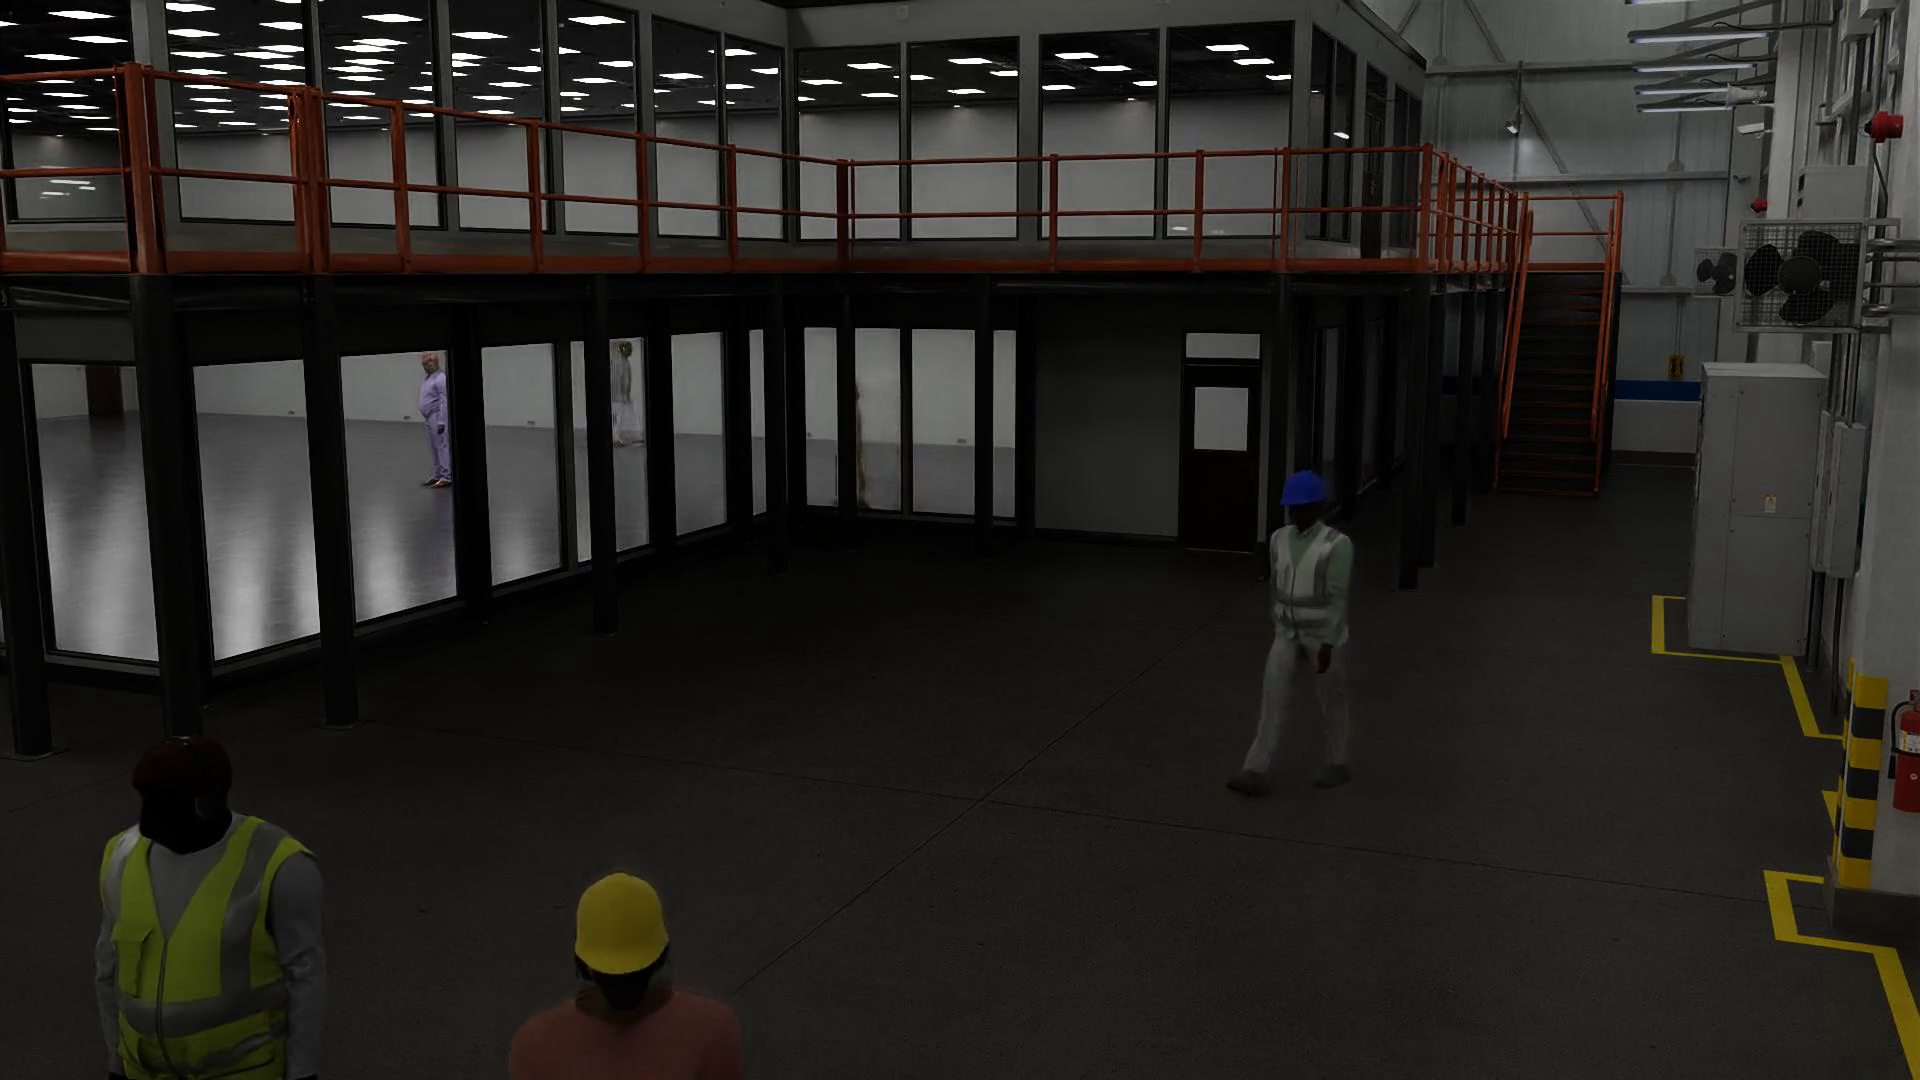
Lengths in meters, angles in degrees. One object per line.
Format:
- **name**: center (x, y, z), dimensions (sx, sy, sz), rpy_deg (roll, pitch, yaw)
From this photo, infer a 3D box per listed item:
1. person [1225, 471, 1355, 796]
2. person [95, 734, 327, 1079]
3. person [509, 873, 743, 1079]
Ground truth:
- **person**: center (1.957, 0.559, 9.627), dimensions (0.968, 1.898, 0.614), rpy_deg (-9, 13, -43)
- **person**: center (-2.039, 1.419, 4.521), dimensions (0.629, 1.840, 0.429), rpy_deg (1, 9, 7)
- **person**: center (-0.755, 1.574, 3.854), dimensions (0.532, 1.754, 0.579), rpy_deg (-2, 9, -11)
